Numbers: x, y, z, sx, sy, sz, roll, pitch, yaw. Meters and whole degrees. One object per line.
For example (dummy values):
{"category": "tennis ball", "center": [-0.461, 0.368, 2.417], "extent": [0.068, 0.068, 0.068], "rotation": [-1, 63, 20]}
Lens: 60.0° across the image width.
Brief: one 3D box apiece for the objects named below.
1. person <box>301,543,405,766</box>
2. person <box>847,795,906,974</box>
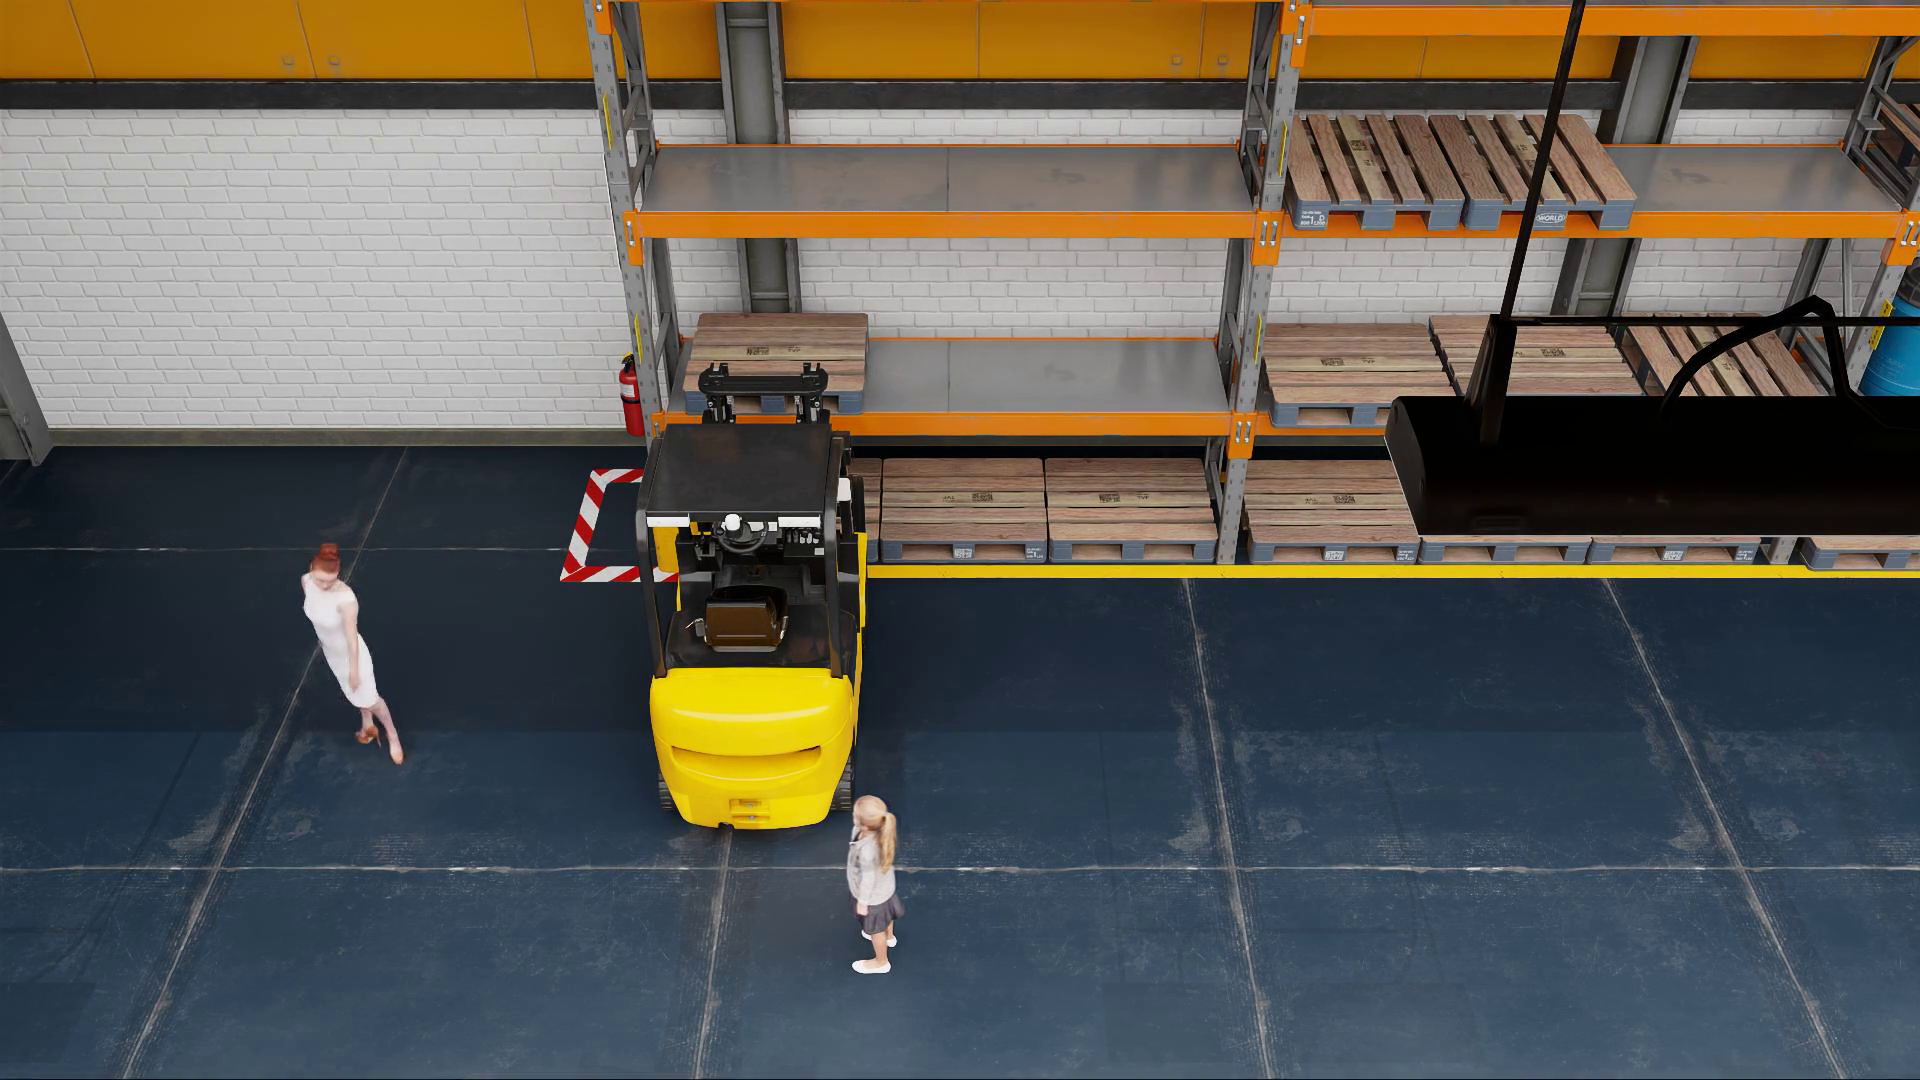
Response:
{"category": "person", "center": [-3.707, 0.643, 10.014], "extent": [0.757, 1.770, 0.654], "rotation": [-27, 46, -30]}
{"category": "person", "center": [-0.464, 1.835, 8.918], "extent": [0.567, 1.275, 0.550], "rotation": [7, 39, 9]}
